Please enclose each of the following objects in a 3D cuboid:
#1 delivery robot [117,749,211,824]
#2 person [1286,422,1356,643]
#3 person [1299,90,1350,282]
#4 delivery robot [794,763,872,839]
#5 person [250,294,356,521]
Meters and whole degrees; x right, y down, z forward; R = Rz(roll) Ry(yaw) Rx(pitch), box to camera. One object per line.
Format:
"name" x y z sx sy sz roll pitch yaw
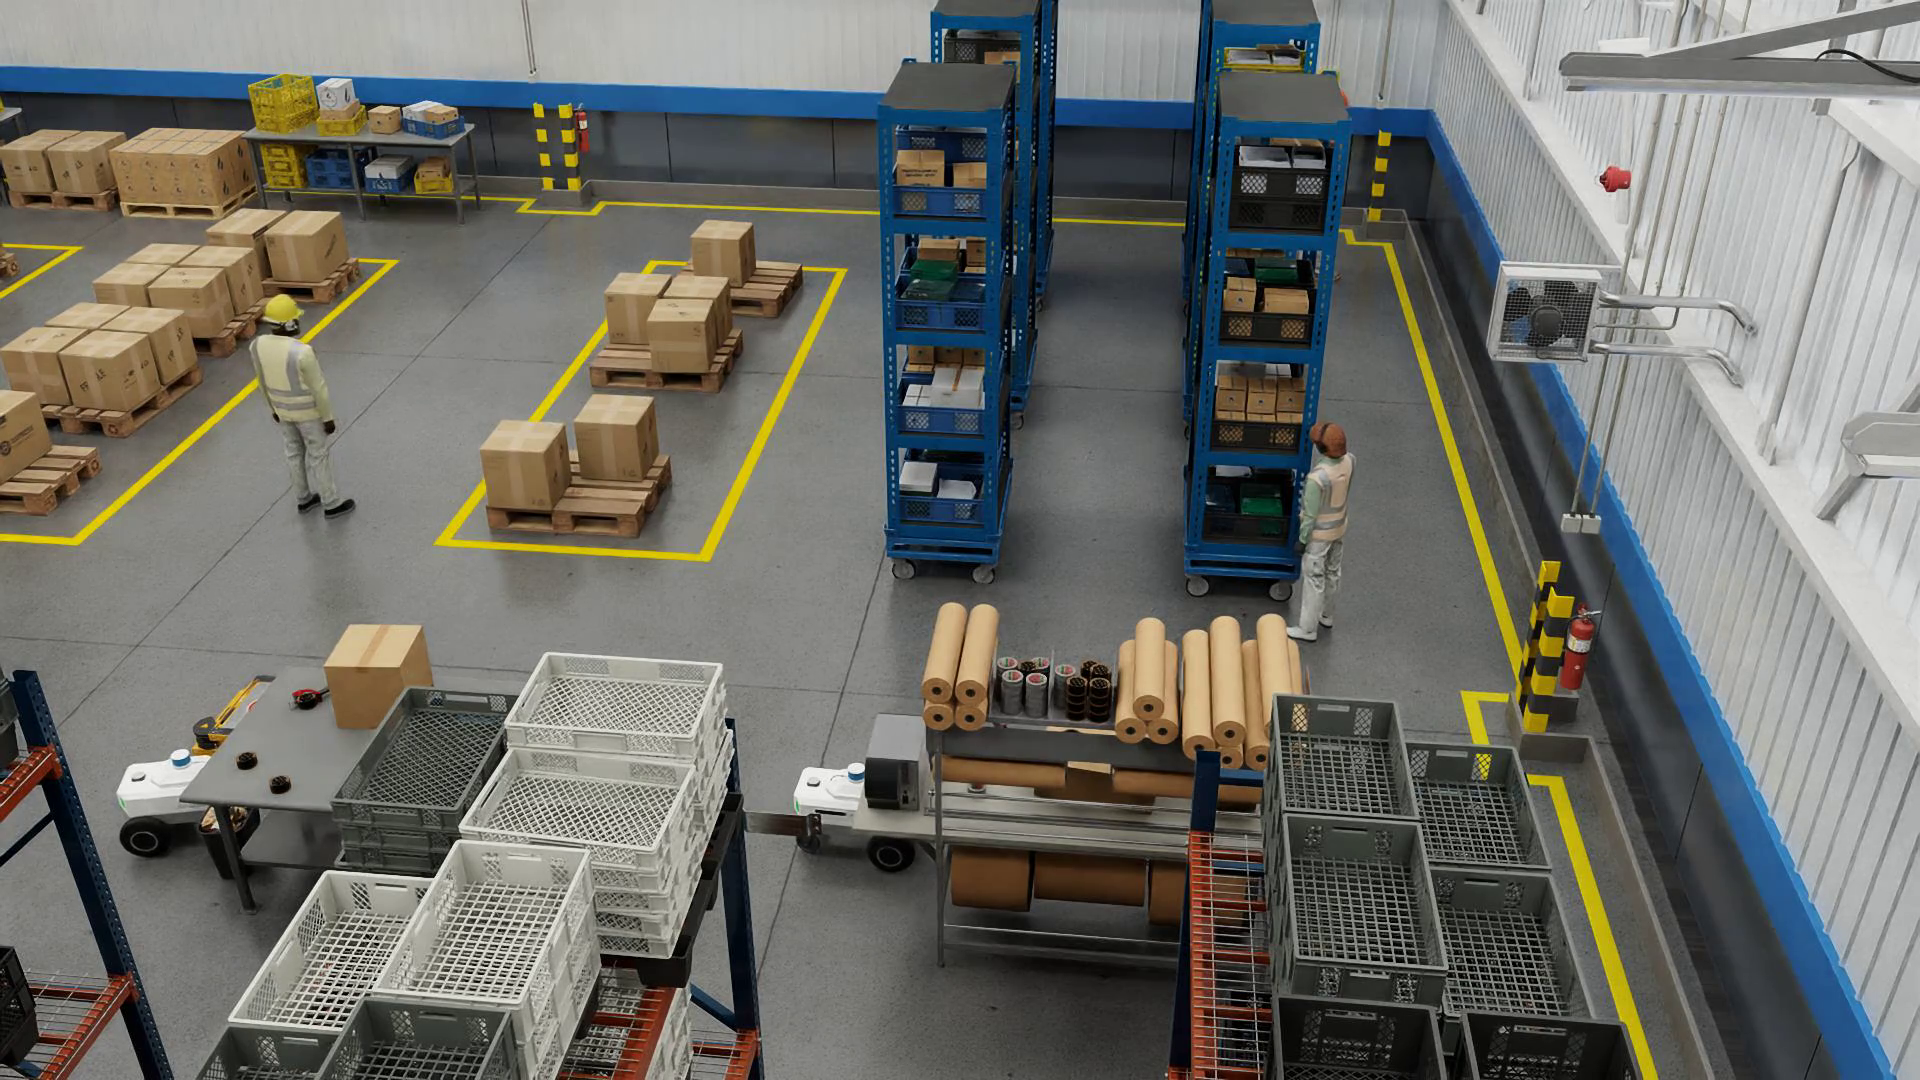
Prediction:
"delivery robot" -4.532 1.451 9.784 0.707 0.478 0.477 -5 31 -8
"person" 2.477 -0.058 11.393 0.311 1.640 0.513 26 39 37
"person" 3.789 -3.681 17.265 0.375 1.997 0.612 -14 33 -22
"delivery robot" -0.597 1.517 9.671 0.707 0.478 0.477 5 31 8
"person" -5.094 -1.025 12.866 0.600 1.829 0.404 12 32 19
